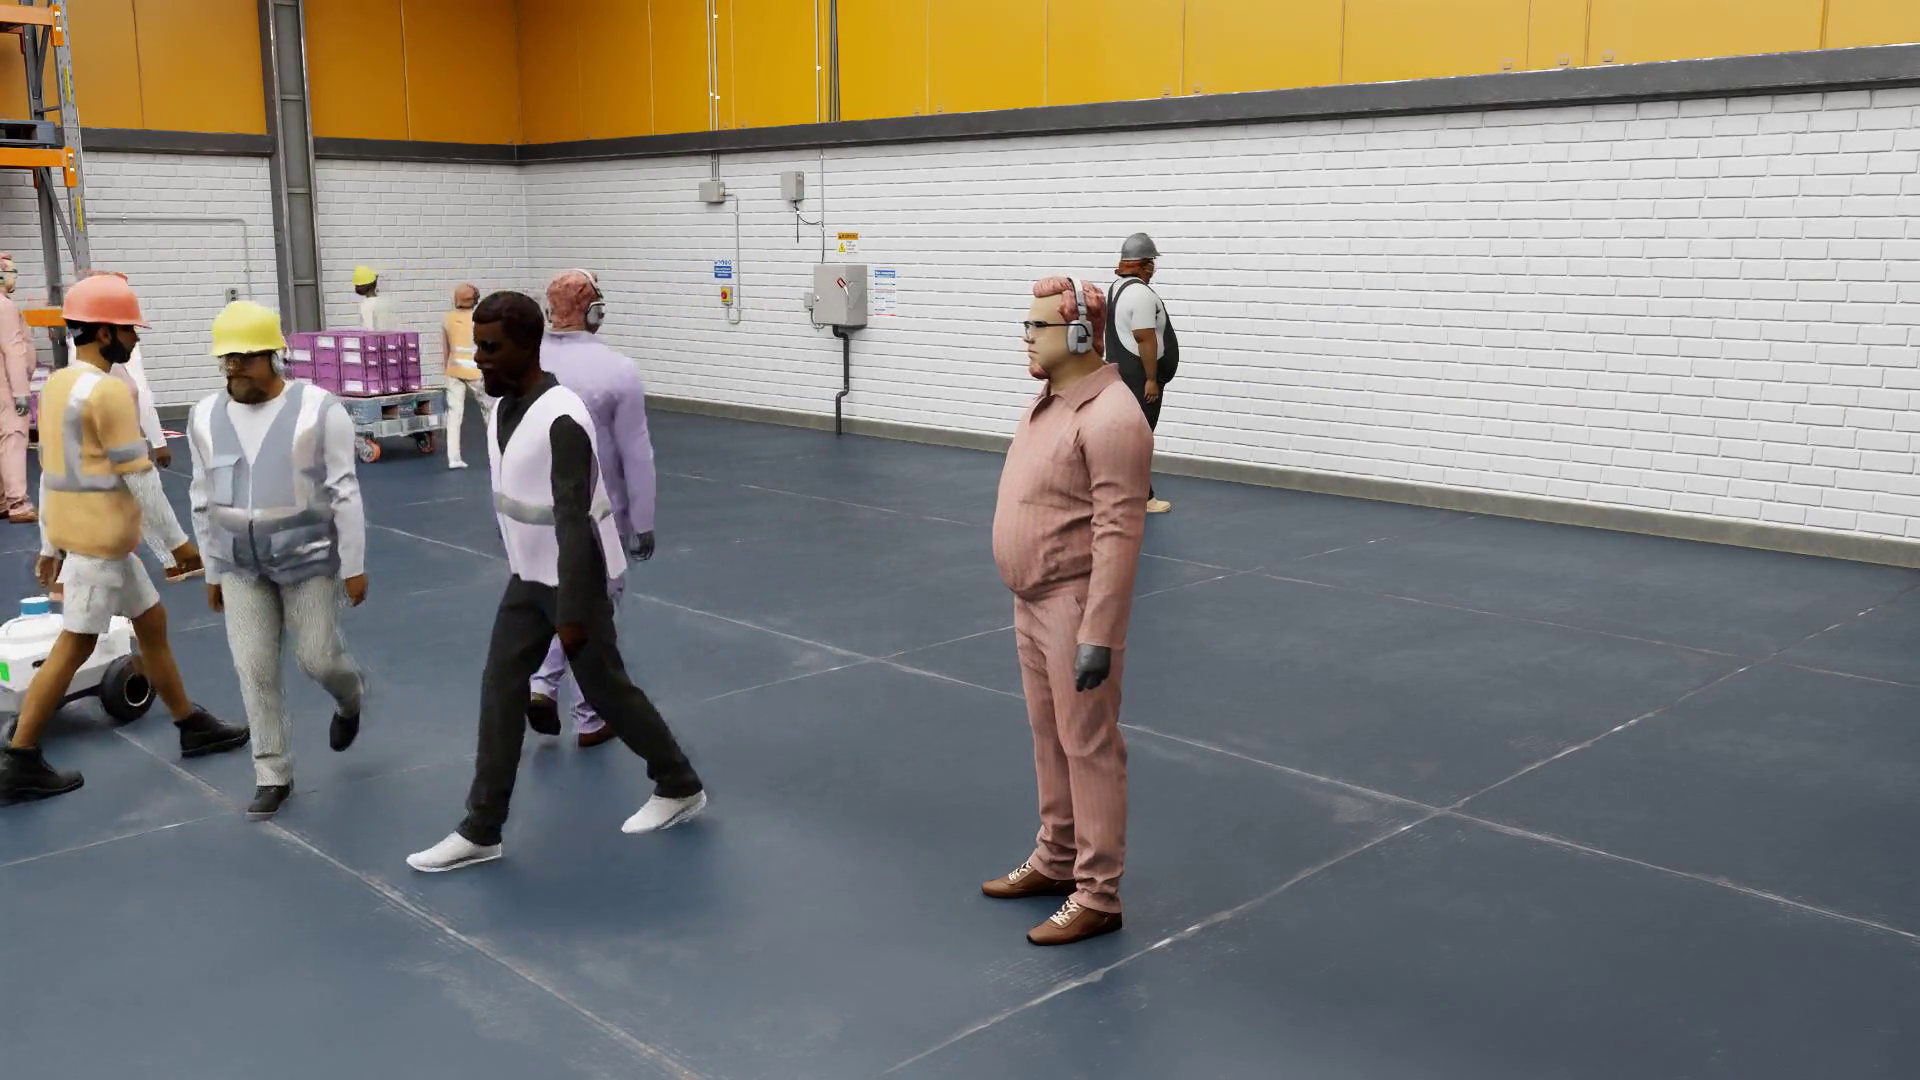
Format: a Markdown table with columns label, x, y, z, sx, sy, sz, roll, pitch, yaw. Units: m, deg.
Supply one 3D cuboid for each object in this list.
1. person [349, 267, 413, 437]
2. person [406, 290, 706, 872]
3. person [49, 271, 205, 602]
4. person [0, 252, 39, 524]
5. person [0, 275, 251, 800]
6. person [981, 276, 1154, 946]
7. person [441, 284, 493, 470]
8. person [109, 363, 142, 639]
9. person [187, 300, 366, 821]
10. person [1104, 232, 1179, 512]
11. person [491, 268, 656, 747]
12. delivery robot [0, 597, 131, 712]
| label | x | y | z | sx | sy | sz | roll | pitch | yaw |
| --- | --- | --- | --- | --- | --- | --- | --- | --- | --- |
| person | -5.877 | -1.864 | 16.623 | 0.942 | 1.701 | 0.543 | 2 | 11 | 10 |
| person | -1.285 | 0.121 | 5.407 | 0.993 | 1.862 | 0.611 | -8 | 13 | -38 |
| person | -4.744 | -0.590 | 9.357 | 0.595 | 1.828 | 1.004 | 8 | 13 | 37 |
| person | -6.734 | -1.072 | 11.758 | 0.643 | 1.908 | 0.399 | 8 | 13 | 36 |
| person | -3.149 | -0.018 | 6.102 | 0.981 | 1.884 | 0.534 | -9 | 14 | -41 |
| person | 0.295 | 0.201 | 4.813 | 0.409 | 1.909 | 0.641 | -3 | 11 | -18 |
| person | -4.261 | -1.435 | 14.582 | 0.535 | 1.589 | 0.845 | 3 | 11 | 15 |
| person | -4.241 | -0.383 | 8.406 | 0.328 | 1.760 | 0.523 | -5 | 12 | -27 |
| person | -2.399 | 0.043 | 5.957 | 0.610 | 1.807 | 0.678 | 0 | 10 | -1 |
| person | 1.345 | -1.233 | 12.266 | 0.537 | 2.000 | 0.682 | -3 | 11 | -17 |
| person | -1.493 | -0.114 | 6.553 | 0.674 | 1.892 | 0.421 | 3 | 11 | 18 |
| delivery robot | -3.733 | 0.476 | 6.749 | 0.477 | 0.478 | 0.707 | 3 | 11 | 15 |
